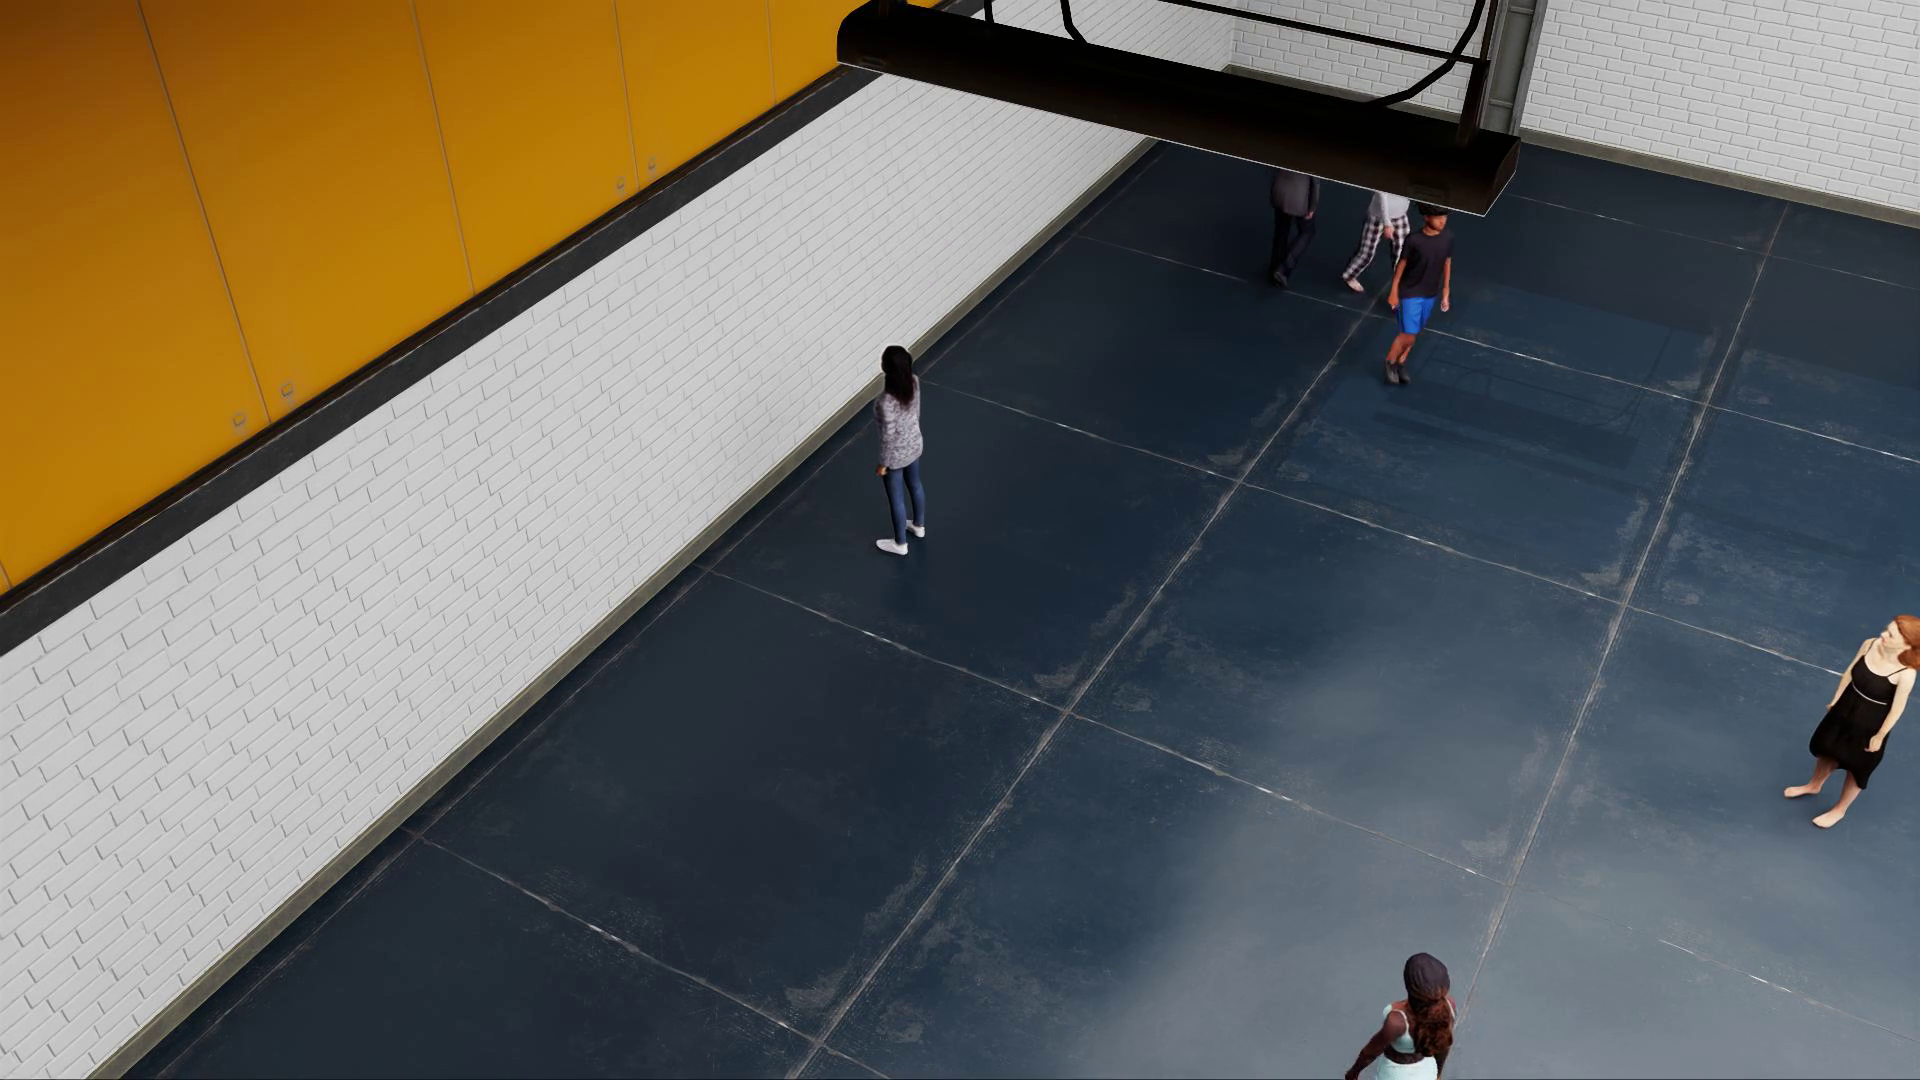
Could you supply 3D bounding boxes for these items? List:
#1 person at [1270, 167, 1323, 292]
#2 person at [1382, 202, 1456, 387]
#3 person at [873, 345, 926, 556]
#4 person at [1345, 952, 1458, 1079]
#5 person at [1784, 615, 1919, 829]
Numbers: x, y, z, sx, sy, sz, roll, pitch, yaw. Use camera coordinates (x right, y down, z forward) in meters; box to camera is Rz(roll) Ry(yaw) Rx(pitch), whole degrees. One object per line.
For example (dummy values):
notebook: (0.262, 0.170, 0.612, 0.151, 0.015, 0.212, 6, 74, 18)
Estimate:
person: (2.981, -3.073, 15.038, 0.768, 1.819, 0.848, 27, 46, 29)
person: (3.772, -2.118, 13.870, 0.733, 1.784, 0.784, -13, 40, -16)
person: (-0.433, -0.665, 12.093, 0.530, 1.732, 0.620, 23, 44, 26)
person: (2.165, 2.653, 7.953, 0.717, 1.713, 0.770, -14, 41, -17)
person: (5.442, 1.067, 10.009, 0.730, 1.626, 0.667, -11, 40, -13)
